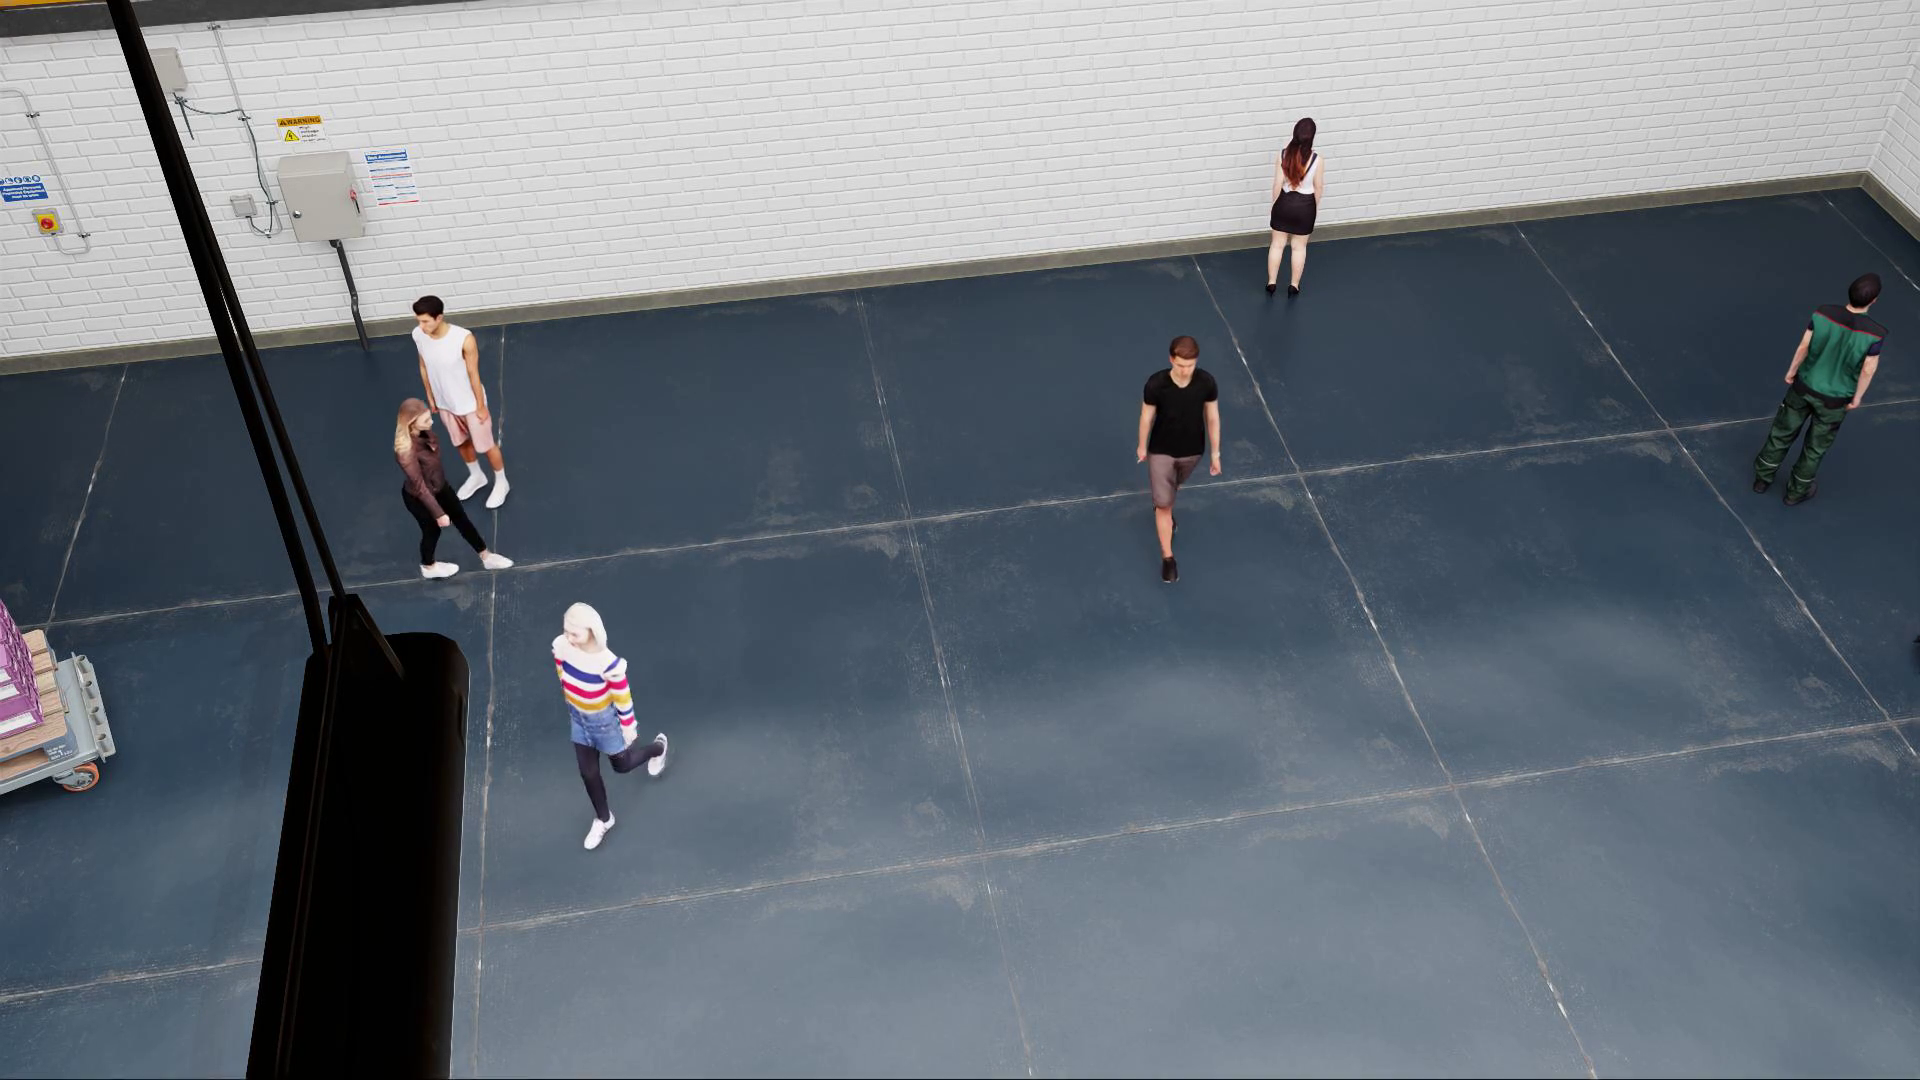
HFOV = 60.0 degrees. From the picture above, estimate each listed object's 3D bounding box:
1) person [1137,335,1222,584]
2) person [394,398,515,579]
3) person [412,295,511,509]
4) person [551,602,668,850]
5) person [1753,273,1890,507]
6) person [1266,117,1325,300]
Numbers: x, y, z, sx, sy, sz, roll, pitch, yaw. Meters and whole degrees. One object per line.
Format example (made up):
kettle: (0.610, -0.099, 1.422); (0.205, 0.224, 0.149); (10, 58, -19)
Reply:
person: (1.479, -0.695, 11.424); (0.712, 1.814, 1.164); (-5, 44, -6)
person: (-3.635, -0.311, 11.126); (0.862, 1.669, 0.905); (-2, 44, -2)
person: (-3.527, -1.014, 11.785); (0.739, 1.778, 0.748); (14, 45, 14)
person: (-2.043, 0.991, 9.673); (1.015, 1.788, 1.147); (18, 47, 18)
person: (6.094, -1.066, 11.752); (0.731, 1.900, 0.829); (34, 53, 30)
person: (2.743, -2.718, 13.667); (0.622, 1.649, 0.624); (9, 44, 10)
